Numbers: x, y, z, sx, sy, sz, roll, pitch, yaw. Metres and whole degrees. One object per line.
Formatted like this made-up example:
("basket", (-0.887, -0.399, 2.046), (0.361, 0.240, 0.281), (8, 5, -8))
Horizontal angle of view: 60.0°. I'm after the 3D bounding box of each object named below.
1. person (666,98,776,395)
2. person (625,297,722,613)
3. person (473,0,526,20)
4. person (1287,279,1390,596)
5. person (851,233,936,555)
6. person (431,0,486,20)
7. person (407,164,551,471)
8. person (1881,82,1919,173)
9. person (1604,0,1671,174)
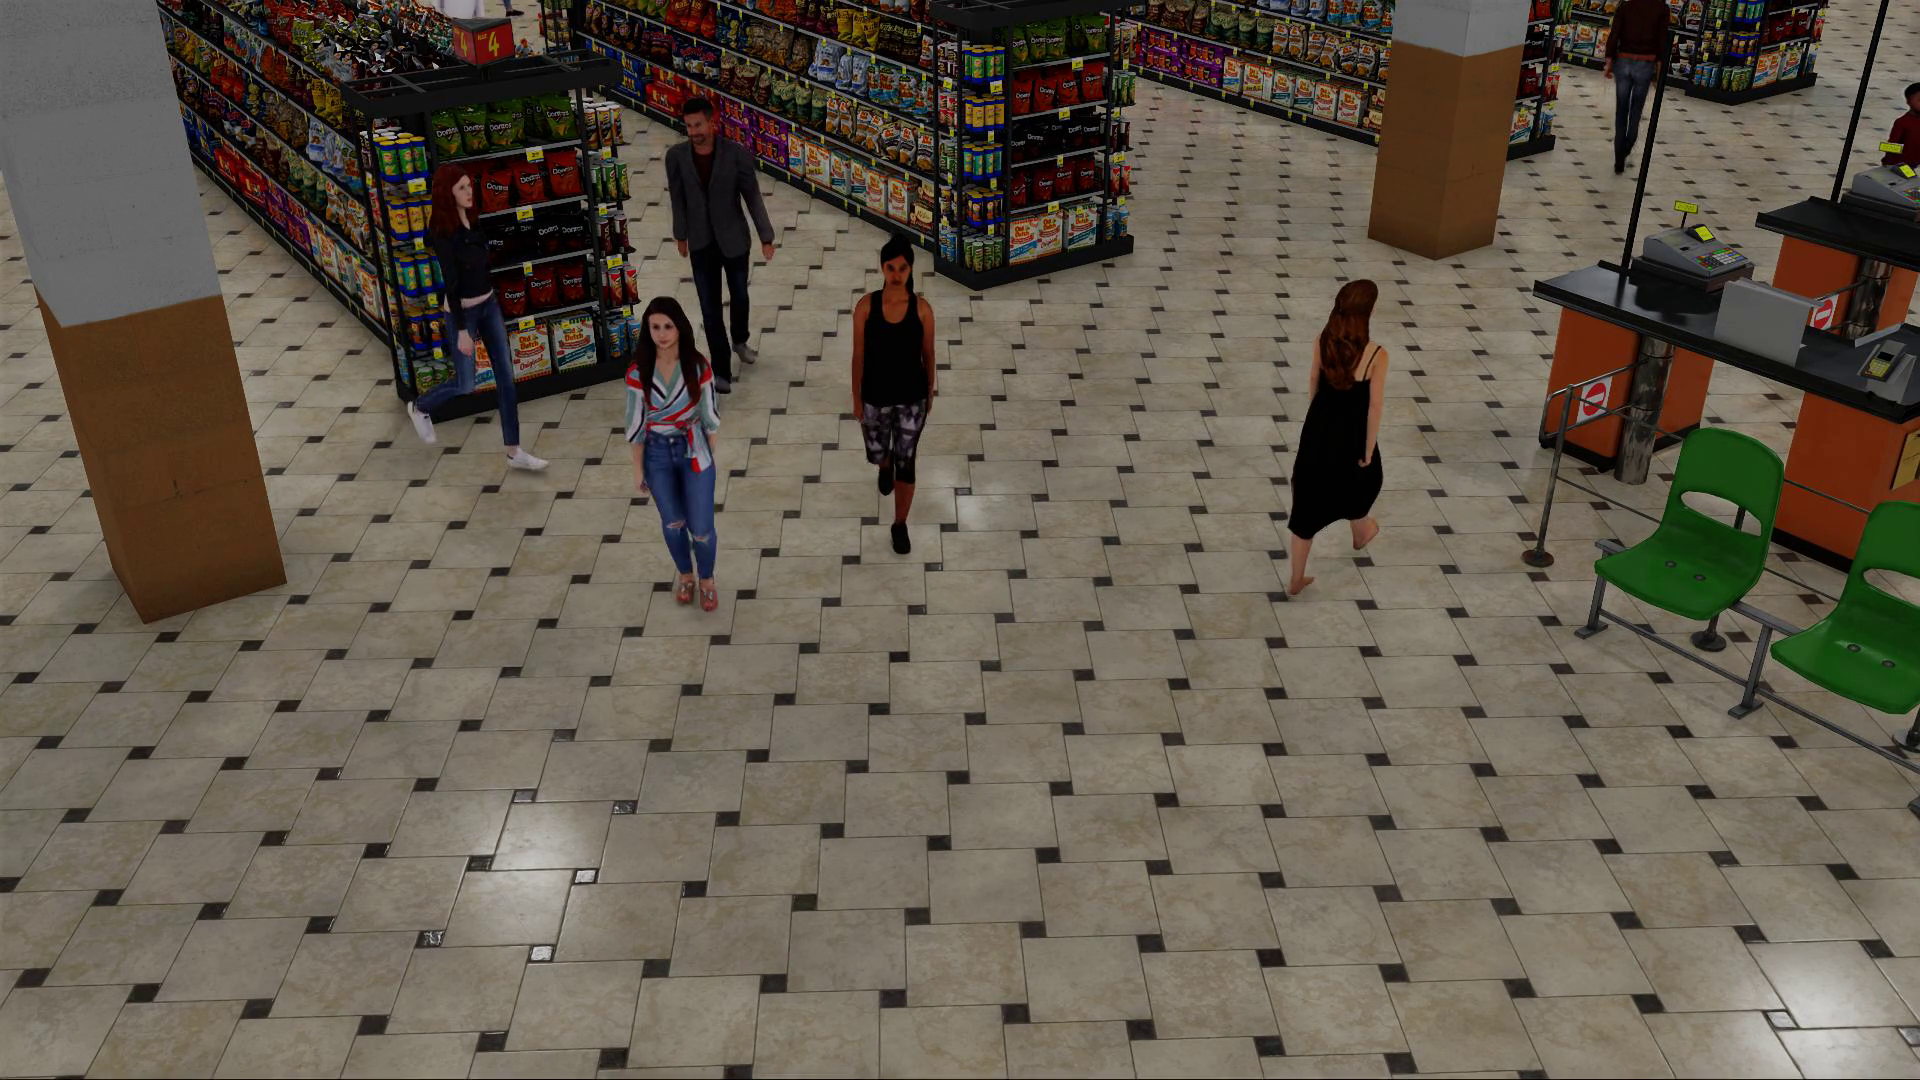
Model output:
("person", (-1.517, -1.874, 10.485), (1.194, 1.806, 1.341), (-3, 29, -5))
("person", (-1.368, -0.438, 8.069), (0.718, 1.601, 0.762), (-1, 29, -1))
("person", (-5.847, -7.206, 20.394), (0.738, 1.668, 0.978), (-14, 31, -23))
("person", (1.802, -0.461, 8.133), (1.083, 1.579, 0.907), (18, 33, 29))
("person", (-0.353, -0.785, 8.659), (0.882, 1.644, 1.029), (-2, 29, -3))
("person", (-4.558, -4.516, 15.303), (1.218, 1.825, 0.824), (25, 37, 37))
("person", (-2.808, -1.217, 9.320), (1.177, 1.769, 0.978), (10, 30, 18))
("person", (7.361, -2.954, 13.037), (0.554, 1.256, 0.552), (-10, 30, -18))
("person", (5.936, -4.117, 14.657), (1.072, 1.745, 1.082), (10, 30, 17))
